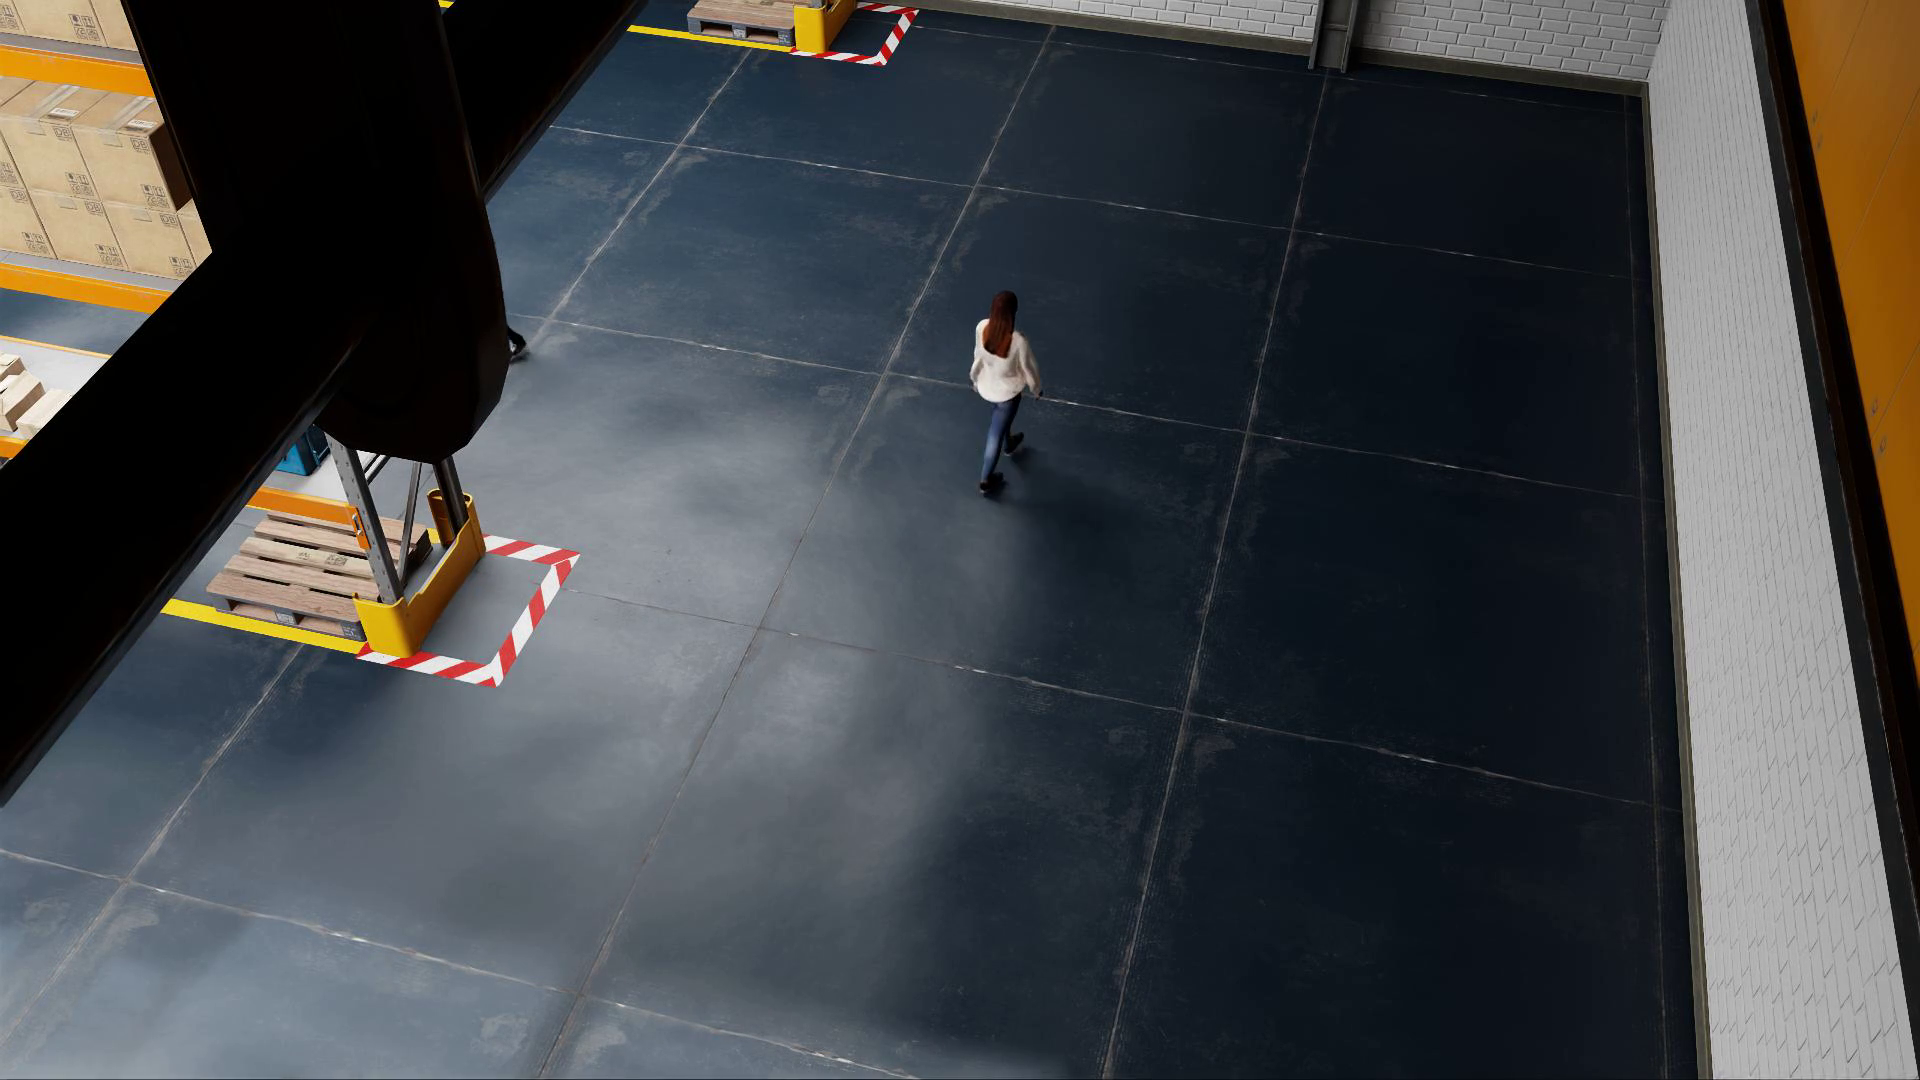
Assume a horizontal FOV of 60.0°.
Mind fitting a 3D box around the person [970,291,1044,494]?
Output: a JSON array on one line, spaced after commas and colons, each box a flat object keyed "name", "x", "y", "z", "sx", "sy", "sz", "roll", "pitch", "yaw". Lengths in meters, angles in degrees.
[{"name": "person", "x": 0.259, "y": -1.035, "z": 12.157, "sx": 0.966, "sy": 1.662, "sz": 0.922, "roll": 30, "pitch": 51, "yaw": 28}]
